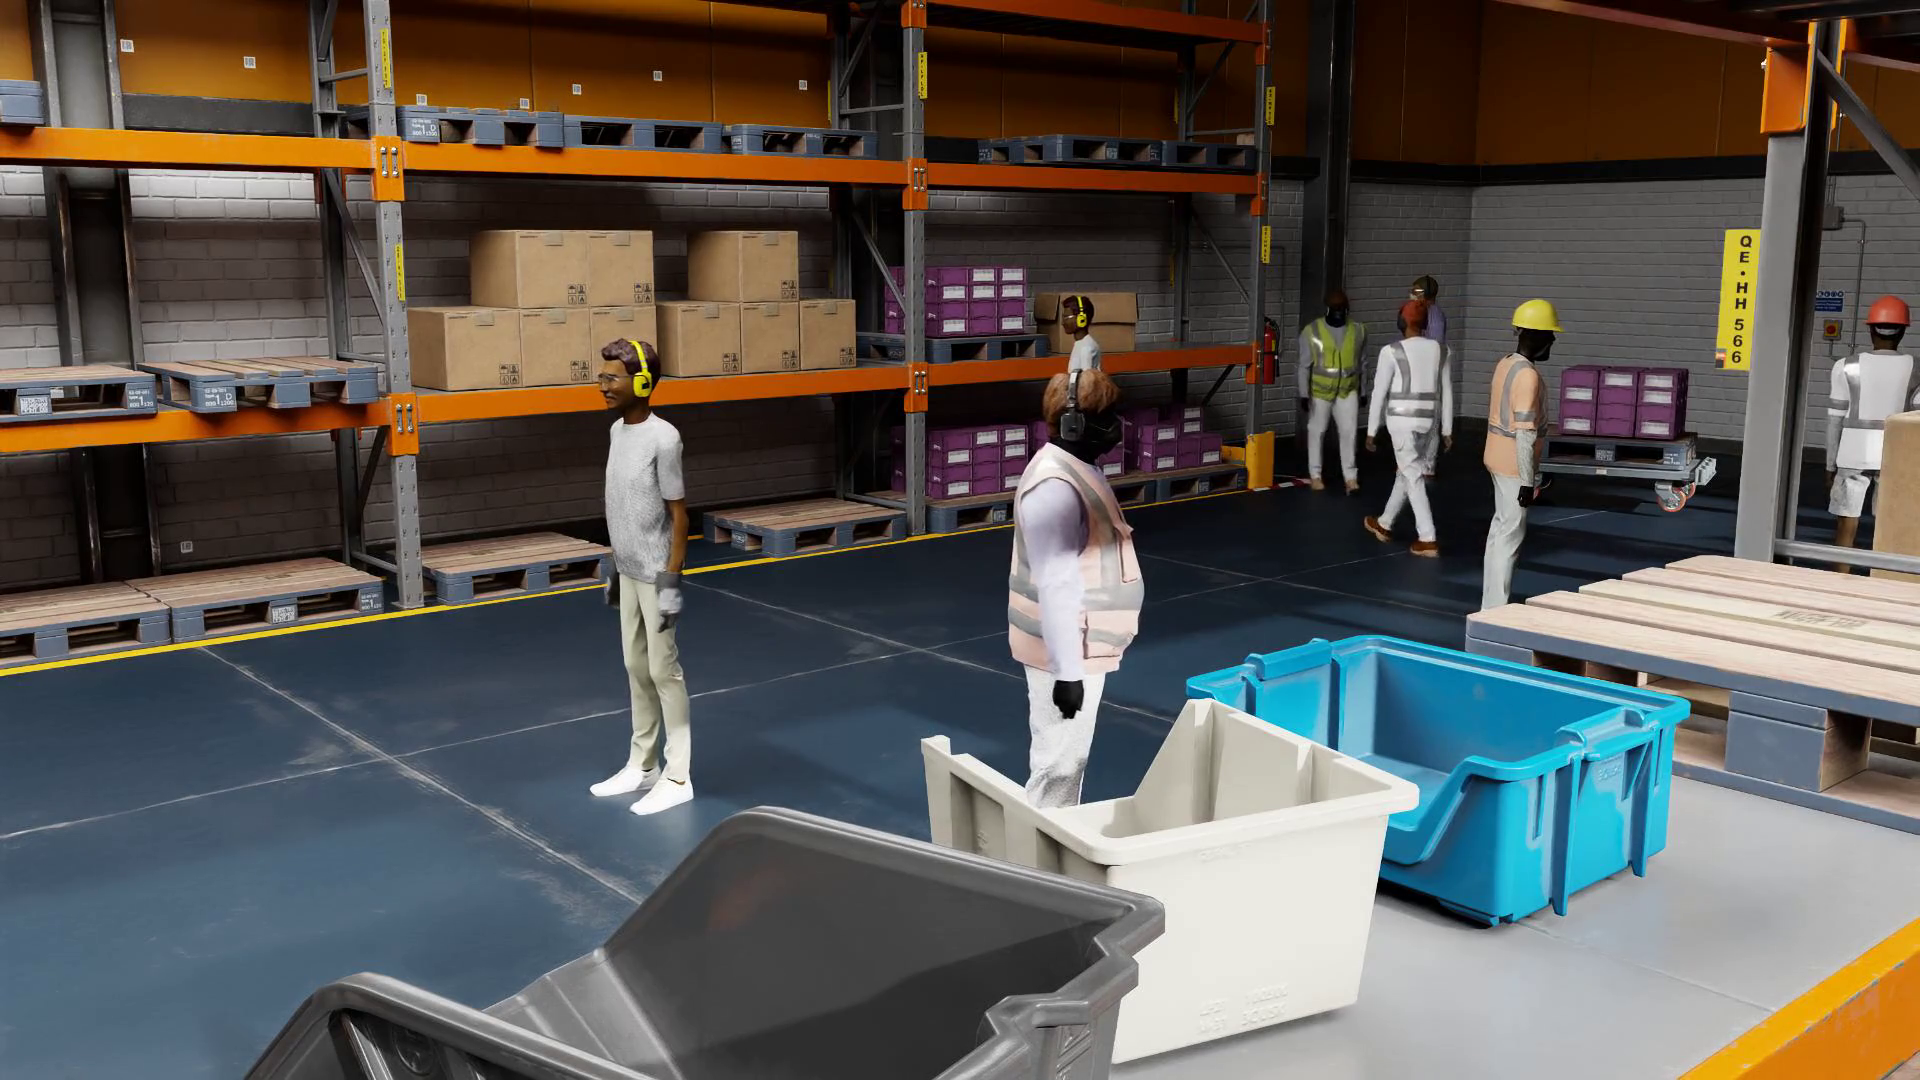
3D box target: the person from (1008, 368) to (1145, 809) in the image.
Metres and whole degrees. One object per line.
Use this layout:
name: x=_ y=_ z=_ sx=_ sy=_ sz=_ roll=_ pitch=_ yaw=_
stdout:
person: x=0.375 y=0.369 z=5.379 sx=0.430 sy=1.845 sz=0.619 roll=2 pitch=10 yaw=9

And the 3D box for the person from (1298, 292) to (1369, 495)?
person: x=3.343 y=-1.297 z=14.835 sx=0.680 sy=1.802 sz=0.883 roll=0 pitch=10 yaw=-2

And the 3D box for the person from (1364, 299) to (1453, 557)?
person: x=3.251 y=-0.829 z=12.120 sx=0.600 sy=1.827 sz=1.010 roll=-4 pitch=11 yaw=-19

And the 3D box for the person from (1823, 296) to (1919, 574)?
person: x=5.392 y=-0.465 z=9.813 sx=0.542 sy=1.930 sz=0.380 roll=4 pitch=11 yaw=22

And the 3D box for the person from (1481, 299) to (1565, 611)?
person: x=3.256 y=-0.431 z=9.661 sx=0.398 sy=1.919 sz=0.582 roll=1 pitch=10 yaw=6

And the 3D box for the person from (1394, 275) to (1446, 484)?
person: x=4.314 y=-1.487 z=15.506 sx=0.373 sy=1.940 sz=0.629 roll=0 pitch=10 yaw=2

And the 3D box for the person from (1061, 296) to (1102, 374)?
person: x=0.868 y=-0.838 z=12.104 sx=0.342 sy=1.861 sz=0.549 roll=1 pitch=10 yaw=5

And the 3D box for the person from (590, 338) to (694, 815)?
person: x=-1.253 y=0.144 z=6.557 sx=0.335 sy=1.873 sz=0.520 roll=-8 pitch=13 yaw=-38
